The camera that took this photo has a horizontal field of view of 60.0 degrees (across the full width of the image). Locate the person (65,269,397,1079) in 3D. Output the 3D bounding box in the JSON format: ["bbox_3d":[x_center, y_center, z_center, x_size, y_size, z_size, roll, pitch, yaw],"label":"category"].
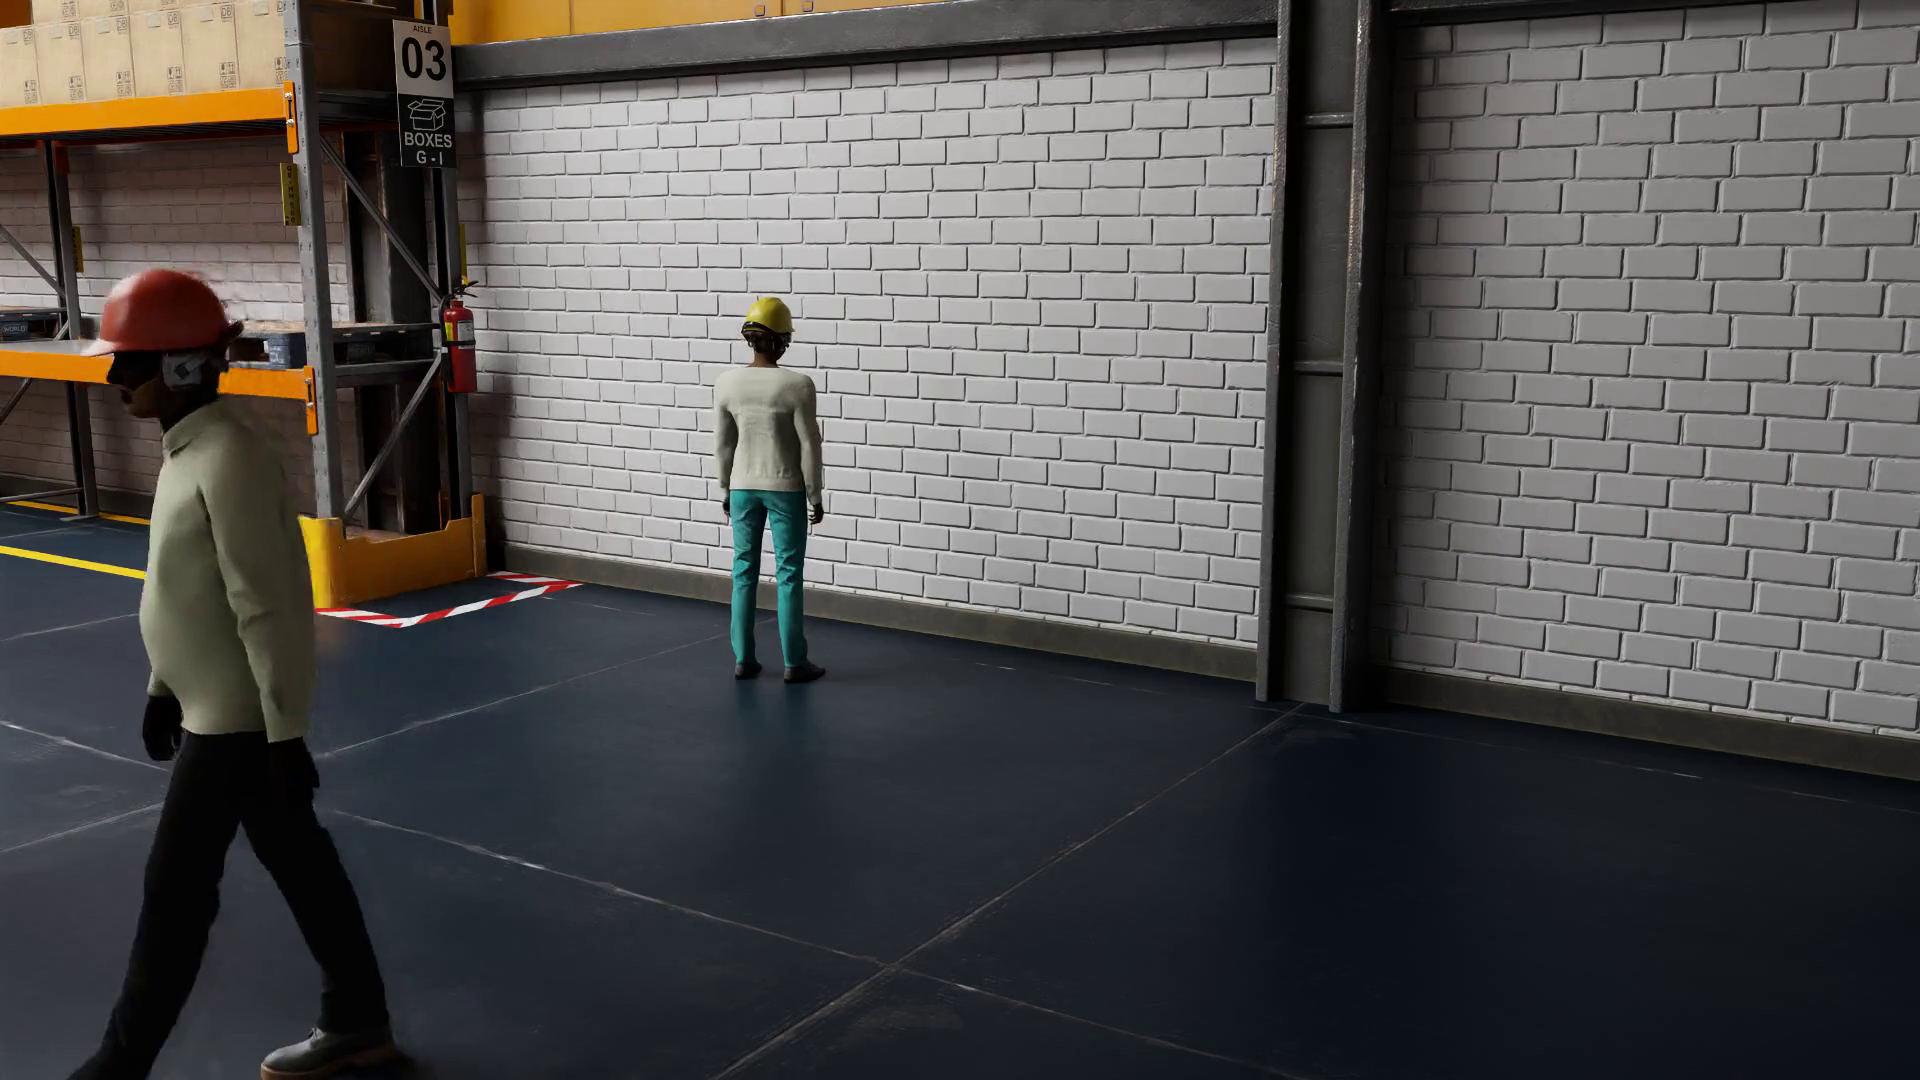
[{"bbox_3d":[-1.779,0.382,3.751,0.969,1.945,0.666,-6,12,-29],"label":"person"}]

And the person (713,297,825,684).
[{"bbox_3d":[-0.866,-0.222,7.622,0.533,1.768,0.310,4,11,19],"label":"person"}]
